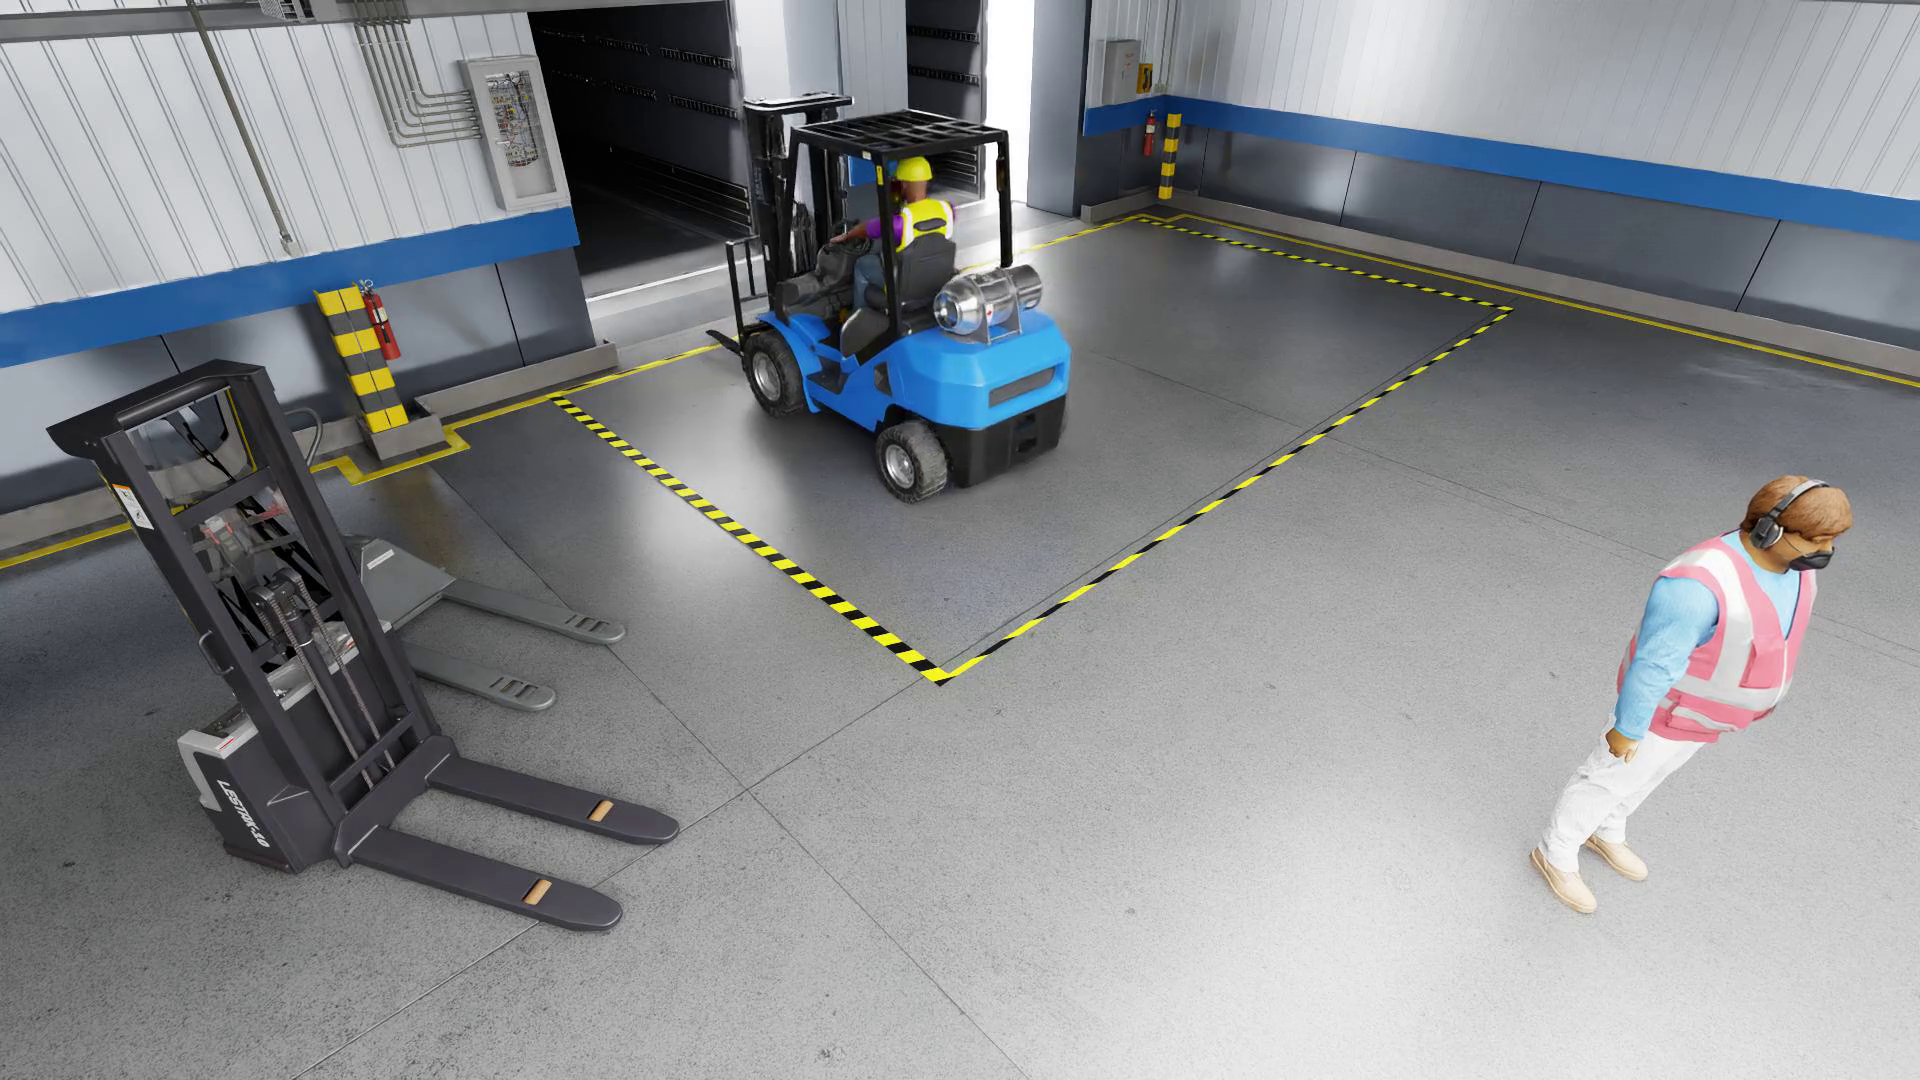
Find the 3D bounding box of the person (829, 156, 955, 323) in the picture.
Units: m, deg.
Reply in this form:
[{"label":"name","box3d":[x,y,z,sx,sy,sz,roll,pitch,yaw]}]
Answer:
[{"label":"person","box3d":[-0.496,-2.013,6.285,0.635,1.294,1.004,-26,42,-33]}]

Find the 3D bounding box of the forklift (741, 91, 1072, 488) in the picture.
[{"label":"forklift","box3d":[-0.462,-1.830,6.349,1.157,2.036,2.680,-26,42,-33]}]

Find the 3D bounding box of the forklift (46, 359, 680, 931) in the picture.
[{"label":"forklift","box3d":[-2.135,0.422,3.354,1.885,1.965,0.823,10,35,14]}]

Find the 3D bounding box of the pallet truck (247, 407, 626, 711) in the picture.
[{"label":"pallet truck","box3d":[-2.628,0.038,4.590,1.601,1.201,0.680,12,36,18]}]

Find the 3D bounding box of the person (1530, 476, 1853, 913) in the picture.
[{"label":"person","box3d":[2.560,0.586,3.250,0.636,1.841,0.429,-15,37,-21]}]
